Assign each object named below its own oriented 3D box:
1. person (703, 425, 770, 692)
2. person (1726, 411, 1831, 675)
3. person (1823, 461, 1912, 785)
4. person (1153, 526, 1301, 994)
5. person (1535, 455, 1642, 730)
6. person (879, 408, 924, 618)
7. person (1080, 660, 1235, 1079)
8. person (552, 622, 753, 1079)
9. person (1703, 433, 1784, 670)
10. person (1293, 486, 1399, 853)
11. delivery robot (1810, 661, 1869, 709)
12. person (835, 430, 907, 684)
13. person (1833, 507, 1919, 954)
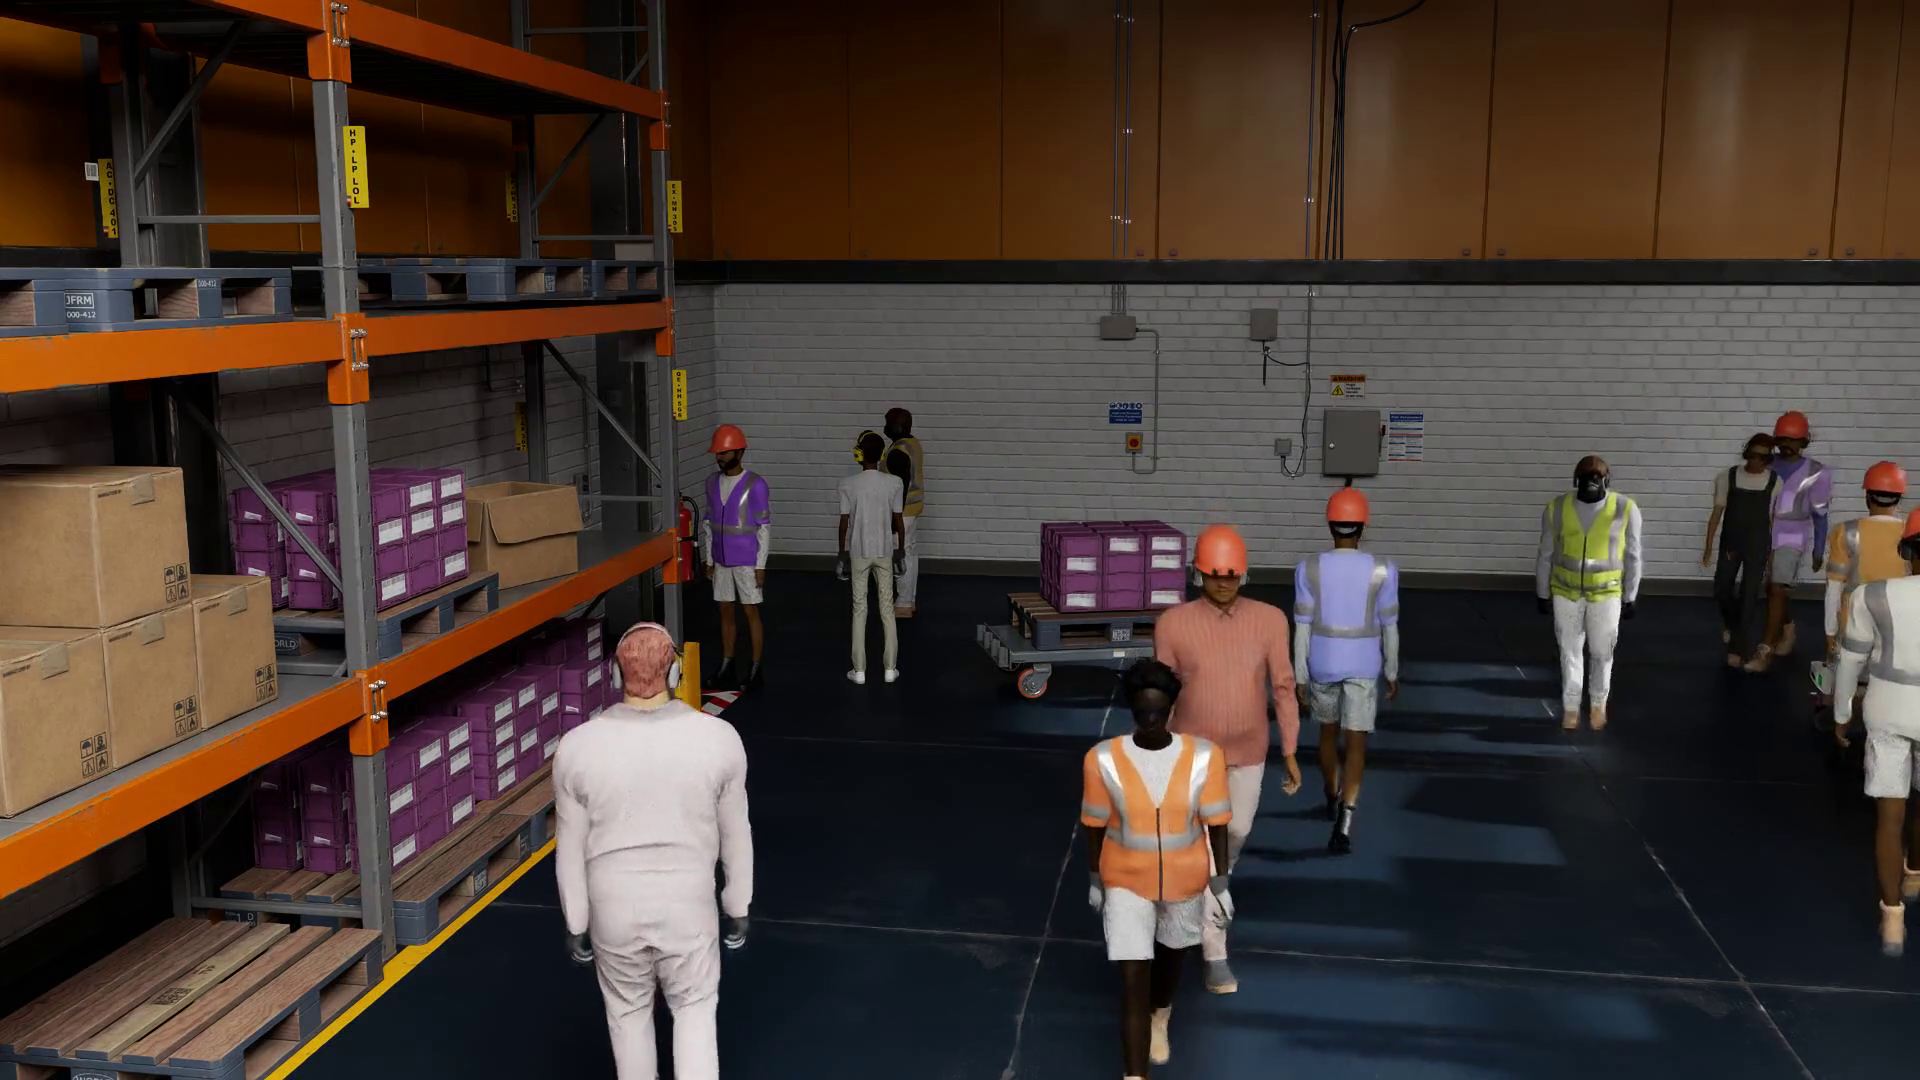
[{"bbox_3d":[-1.631,0.132,11.996,0.548,1.936,0.378,6,11,31],"label":"person"},{"bbox_3d":[6.321,-0.007,12.754,1.058,1.993,0.618,-7,12,-38],"label":"person"},{"bbox_3d":[5.403,0.491,9.859,0.555,1.916,0.660,4,10,21],"label":"person"},{"bbox_3d":[1.149,0.885,7.331,0.614,1.957,0.995,-1,9,-5],"label":"person"},{"bbox_3d":[4.116,0.354,10.951,0.652,1.831,0.462,5,11,30],"label":"person"},{"bbox_3d":[-0.536,-0.240,14.586,0.429,1.845,0.621,1,9,9],"label":"person"},{"bbox_3d":[0.708,1.234,6.069,0.536,1.655,0.861,0,9,-1],"label":"person"},{"bbox_3d":[-1.007,1.212,5.509,0.646,1.885,0.681,-2,9,-12],"label":"person"},{"bbox_3d":[6.056,0.060,12.841,0.566,1.813,0.793,5,11,30],"label":"person"},{"bbox_3d":[2.035,0.669,8.819,0.552,1.909,0.945,3,10,17],"label":"person"},{"bbox_3d":[5.994,0.946,10.941,0.707,0.478,0.477,3,10,19],"label":"delivery robot"},{"bbox_3d":[-0.653,0.126,12.238,0.532,1.873,0.321,-2,9,-10],"label":"person"},{"bbox_3d":[4.372,0.809,7.649,0.637,1.988,1.026,5,10,26],"label":"person"}]
